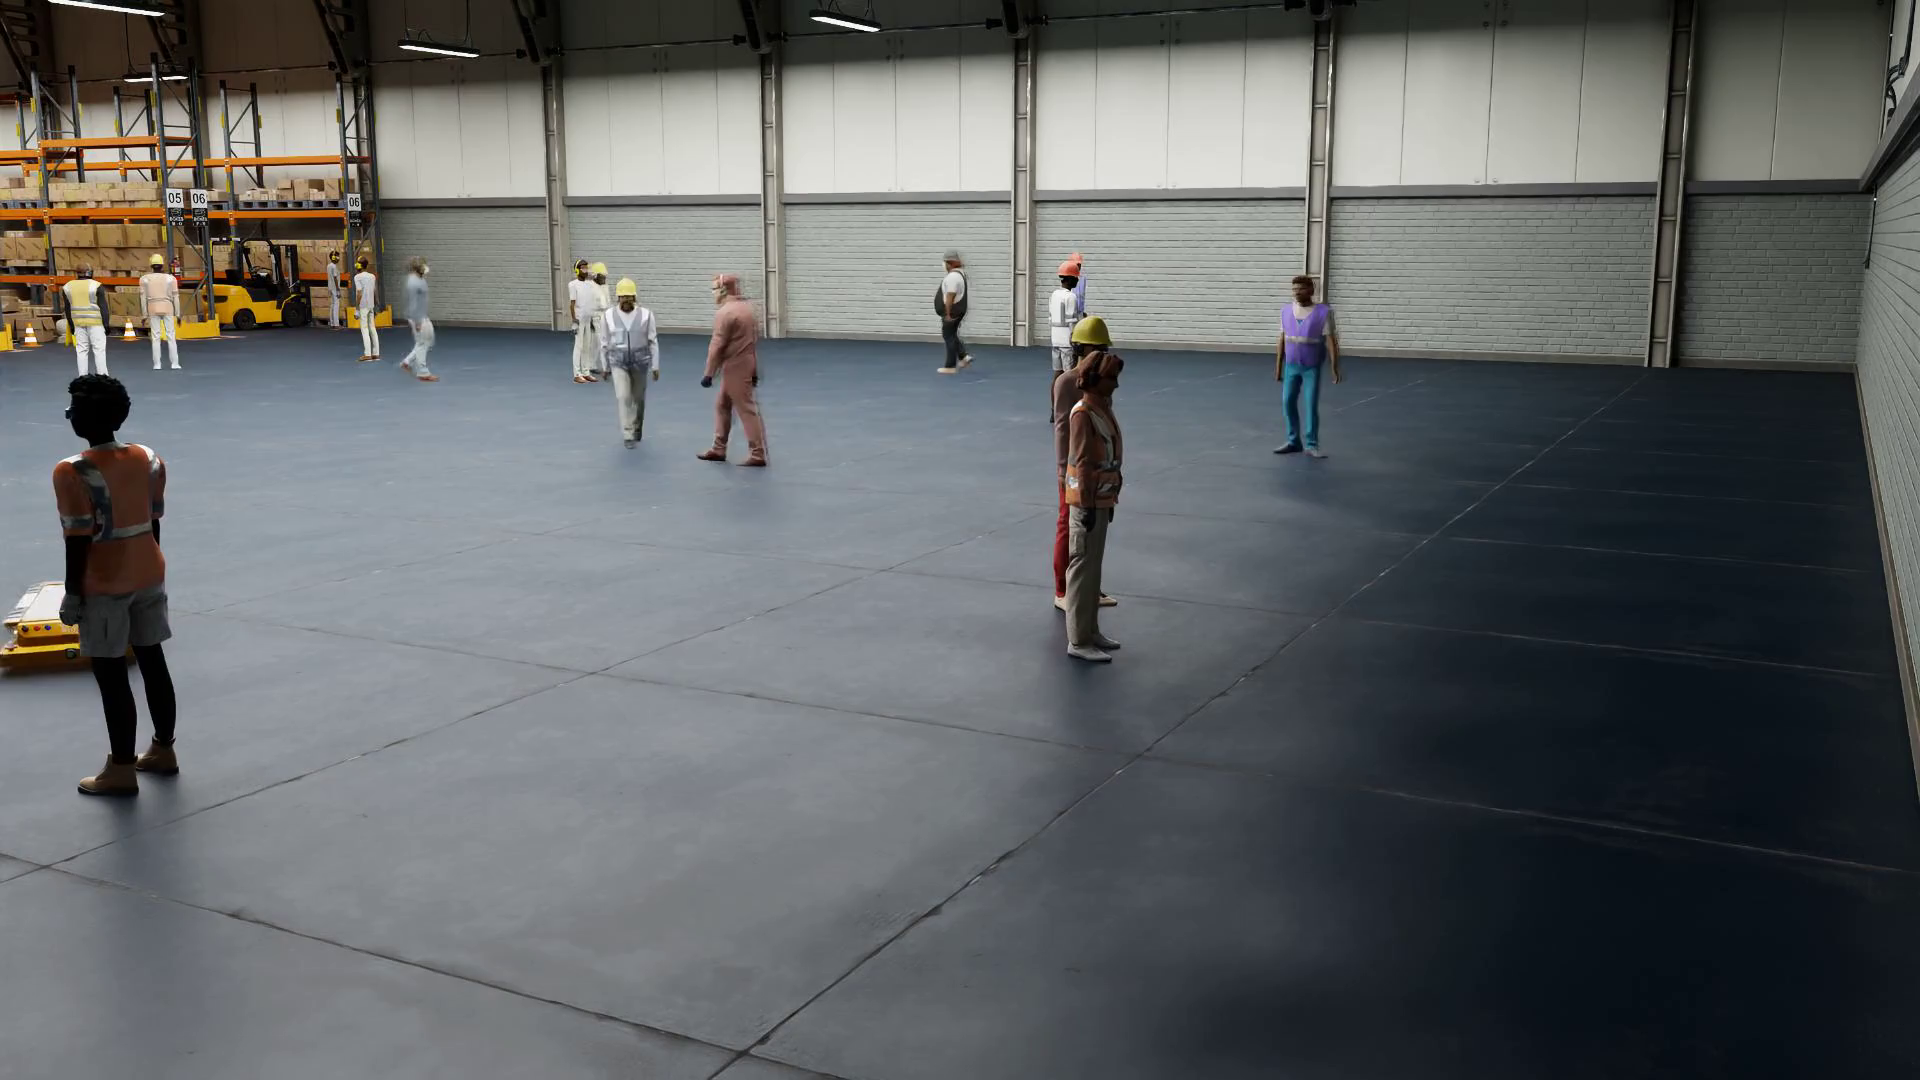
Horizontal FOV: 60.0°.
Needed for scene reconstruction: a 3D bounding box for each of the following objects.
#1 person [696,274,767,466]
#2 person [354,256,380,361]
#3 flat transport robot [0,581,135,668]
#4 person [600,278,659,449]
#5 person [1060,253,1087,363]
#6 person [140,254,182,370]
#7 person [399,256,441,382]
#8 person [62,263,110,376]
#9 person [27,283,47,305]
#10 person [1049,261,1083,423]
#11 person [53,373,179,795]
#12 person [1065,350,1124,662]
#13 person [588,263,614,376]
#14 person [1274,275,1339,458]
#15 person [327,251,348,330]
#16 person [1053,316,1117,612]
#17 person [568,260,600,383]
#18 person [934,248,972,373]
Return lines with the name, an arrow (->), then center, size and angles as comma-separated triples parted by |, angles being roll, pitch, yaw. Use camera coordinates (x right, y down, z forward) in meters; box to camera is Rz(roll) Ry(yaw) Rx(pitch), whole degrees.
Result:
person -> -2.278, -1.635, 16.161 | 0.903, 1.868, 0.634 | 1, 10, 7
person -> -10.640, -4.130, 29.743 | 0.312, 1.865, 0.536 | 4, 11, 20
flat transport robot -> -4.866, 0.428, 9.238 | 0.652, 0.197, 1.431 | -4, 11, -21
person -> -3.530, -1.898, 17.786 | 0.604, 1.798, 0.838 | -2, 11, -13
person -> 2.007, -4.038, 29.042 | 0.543, 1.938, 0.356 | -8, 13, -37
person -> -13.347, -3.795, 27.770 | 0.635, 1.921, 0.380 | -4, 11, -20
person -> -8.278, -3.361, 25.383 | 0.507, 1.927, 0.650 | -1, 10, -8
person -> -12.904, -3.182, 24.658 | 0.621, 1.837, 0.429 | 0, 10, 0
person -> -24.737, -6.871, 44.559 | 0.393, 1.918, 0.587 | 4, 11, 20
person -> 1.279, -2.344, 19.805 | 0.363, 1.935, 0.553 | -5, 11, -24
person -> -3.409, 0.177, 6.713 | 0.318, 1.700, 0.536 | 2, 11, 13
person -> 0.710, -0.187, 8.861 | 0.310, 1.640, 0.514 | 3, 11, 16
person -> -5.667, -3.508, 26.555 | 0.860, 1.793, 0.600 | 4, 11, 19
person -> 3.538, -1.749, 16.843 | 0.701, 1.842, 0.410 | 8, 13, 36
person -> -14.878, -5.940, 39.621 | 0.328, 1.865, 0.521 | -8, 13, -37
person -> 0.764, -0.448, 9.940 | 0.317, 1.766, 0.533 | 9, 14, 40
person -> -5.737, -3.324, 25.350 | 0.323, 1.866, 0.528 | 4, 11, 21
person -> -0.157, -3.724, 27.051 | 0.536, 2.000, 0.701 | 2, 11, 13
